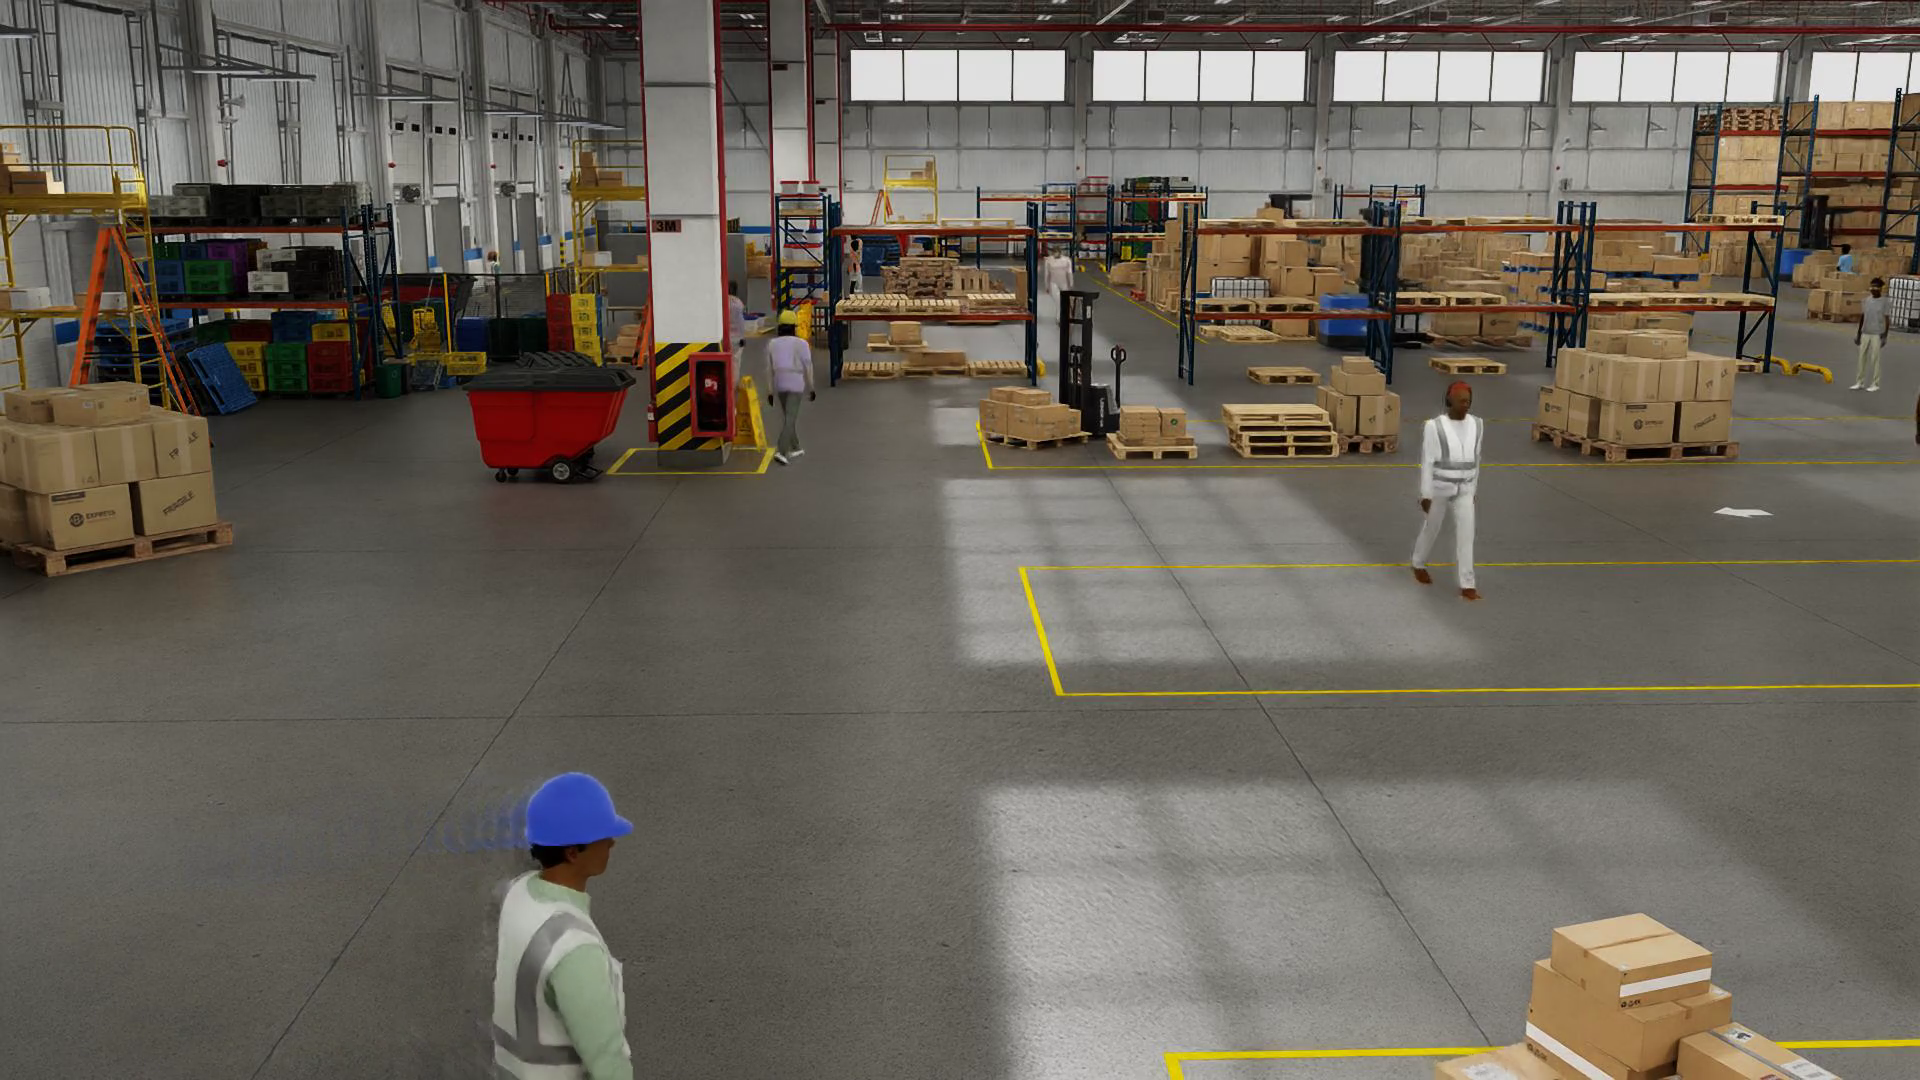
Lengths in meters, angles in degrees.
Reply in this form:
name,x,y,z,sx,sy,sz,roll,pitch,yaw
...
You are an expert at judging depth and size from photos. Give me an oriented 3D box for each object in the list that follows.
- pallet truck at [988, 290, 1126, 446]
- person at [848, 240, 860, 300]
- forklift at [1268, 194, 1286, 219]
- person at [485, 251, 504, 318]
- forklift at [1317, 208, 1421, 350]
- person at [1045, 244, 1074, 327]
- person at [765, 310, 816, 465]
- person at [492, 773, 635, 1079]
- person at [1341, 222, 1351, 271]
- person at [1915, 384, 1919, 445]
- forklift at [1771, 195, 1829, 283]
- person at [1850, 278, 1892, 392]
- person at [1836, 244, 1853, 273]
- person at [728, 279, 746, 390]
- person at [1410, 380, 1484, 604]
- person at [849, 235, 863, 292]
name,x,y,z,sx,sy,sz,roll,pitch,yaw
pallet truck,1.257,-2.299,22.111,1.885,1.965,0.823,-9,15,-35
person,-2.928,-7.437,46.015,0.322,1.689,0.530,-2,13,-8
forklift,10.415,-9.995,54.847,1.873,2.768,1.129,0,12,-2
person,-11.470,-6.268,40.870,0.520,1.633,0.312,11,17,42
forklift,8.300,-5.286,33.588,1.873,2.768,1.129,0,12,-2
person,2.293,-5.874,38.460,0.678,1.907,0.438,2,13,7
person,-2.124,-1.891,20.535,0.585,1.892,0.978,5,14,22
person,-1.082,1.587,4.818,1.025,1.891,0.623,-5,14,-23
person,14.049,-10.714,60.345,0.642,1.884,1.019,5,14,23
person,10.101,-1.172,16.924,0.698,2.000,0.536,6,14,26
forklift,27.346,-9.680,53.427,1.873,2.768,1.129,0,12,-2
person,14.933,-3.359,27.225,0.321,1.859,0.512,-7,14,-29
person,23.670,-7.076,44.438,0.530,1.662,0.823,-10,16,-37
person,-3.783,-3.362,27.300,0.643,1.823,0.491,8,15,33
person,4.138,-0.444,14.110,0.593,1.841,0.990,-3,13,-14
person,-3.127,-8.344,49.597,0.391,1.919,0.581,-11,16,-40
